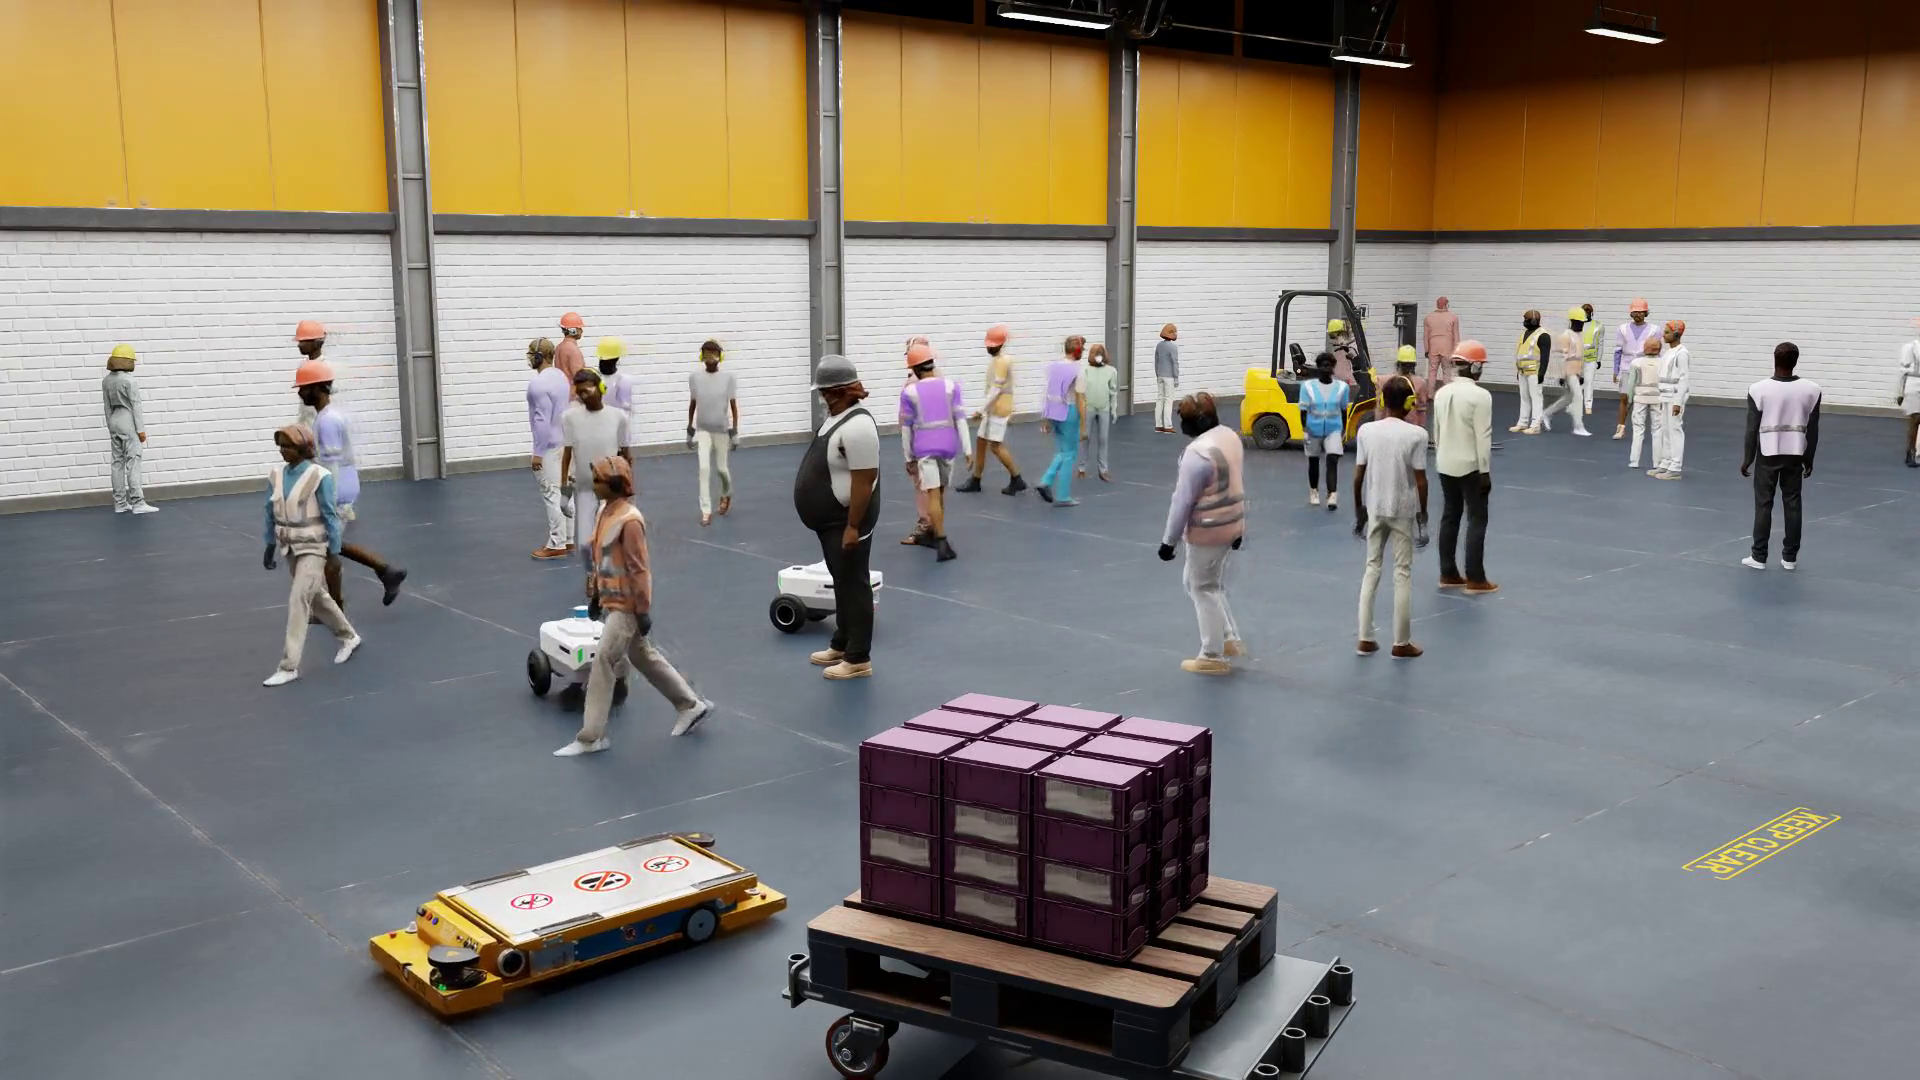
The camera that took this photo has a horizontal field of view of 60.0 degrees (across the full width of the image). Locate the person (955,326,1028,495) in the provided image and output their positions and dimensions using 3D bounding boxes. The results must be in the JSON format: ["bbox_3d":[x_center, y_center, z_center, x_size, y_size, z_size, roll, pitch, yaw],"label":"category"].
[{"bbox_3d":[0.374,-1.428,18.365,0.725,1.883,0.545,-2,10,-10],"label":"person"}]

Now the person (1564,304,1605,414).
[{"bbox_3d":[10.411,-3.019,27.792,0.626,1.847,0.429,4,10,21],"label":"person"}]

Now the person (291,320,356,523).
[{"bbox_3d":[-6.308,-1.113,16.152,0.831,2.012,0.625,-6,12,-33],"label":"person"}]

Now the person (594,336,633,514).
[{"bbox_3d":[-3.290,-0.912,15.287,0.540,1.900,0.623,-8,13,-39],"label":"person"}]

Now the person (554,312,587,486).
[{"bbox_3d":[-4.454,-1.621,19.160,0.378,1.996,0.611,-7,12,-35],"label":"person"}]

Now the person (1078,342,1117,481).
[{"bbox_3d":[1.597,-1.509,19.567,0.507,1.633,0.270,-1,10,-6],"label":"person"}]

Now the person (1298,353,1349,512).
[{"bbox_3d":[3.775,-1.127,17.276,0.530,1.635,0.905,1,10,7],"label":"person"}]

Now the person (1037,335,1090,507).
[{"bbox_3d":[1.118,-1.237,17.432,0.430,1.822,0.569,-5,11,-29],"label":"person"}]

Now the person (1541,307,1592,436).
[{"bbox_3d":[9.046,-2.514,24.712,0.591,1.885,0.915,-9,13,-42],"label":"person"}]

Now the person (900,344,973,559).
[{"bbox_3d":[-0.207,-0.784,14.676,0.620,1.865,0.960,-3,10,-15],"label":"person"}]

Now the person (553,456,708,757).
[{"bbox_3d":[-1.758,0.332,8.920,0.856,1.600,0.521,-5,11,-26],"label":"person"}]

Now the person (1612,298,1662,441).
[{"bbox_3d":[9.640,-2.424,23.721,0.611,2.042,0.394,6,11,30],"label":"person"}]

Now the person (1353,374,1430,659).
[{"bbox_3d":[2.838,-0.150,10.931,0.532,1.865,0.310,8,12,38],"label":"person"}]

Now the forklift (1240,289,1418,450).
[{"bbox_3d":[5.034,-2.339,22.783,2.313,2.155,1.214,3,10,16],"label":"forklift"}]

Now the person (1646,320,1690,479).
[{"bbox_3d":[8.428,-1.654,19.687,0.358,1.882,0.574,1,10,6],"label":"person"}]

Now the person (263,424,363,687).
[{"bbox_3d":[-4.114,0.058,10.493,0.530,1.599,0.847,5,11,27],"label":"person"}]

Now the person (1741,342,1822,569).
[{"bbox_3d":[6.902,-0.703,14.014,0.591,1.920,0.393,1,10,7],"label":"person"}]

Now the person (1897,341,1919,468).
[{"bbox_3d":[12.079,-1.846,20.786,0.549,1.896,0.842,0,10,2],"label":"person"}]

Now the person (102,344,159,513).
[{"bbox_3d":[-8.556,-1.139,17.104,0.485,1.736,0.309,4,11,24],"label":"person"}]

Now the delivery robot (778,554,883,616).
[{"bbox_3d":[-0.910,0.322,11.722,0.707,0.478,0.477,4,11,22],"label":"delivery robot"}]

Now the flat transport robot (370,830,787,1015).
[{"bbox_3d":[-1.439,1.423,6.385,1.431,0.197,0.652,-8,13,-40],"label":"flat transport robot"}]

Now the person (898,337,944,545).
[{"bbox_3d":[-0.366,-0.904,15.246,0.399,1.902,0.643,3,10,15],"label":"person"}]

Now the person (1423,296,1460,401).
[{"bbox_3d":[8.761,-3.475,30.267,0.643,1.912,0.410,5,11,28],"label":"person"}]

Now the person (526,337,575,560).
[{"bbox_3d":[-3.575,-0.795,14.490,0.366,1.938,0.630,1,10,7],"label":"person"}]

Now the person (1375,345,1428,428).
[{"bbox_3d":[4.629,-1.214,17.556,0.544,1.725,0.739,1,10,4],"label":"person"}]

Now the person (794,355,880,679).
[{"bbox_3d":[-0.773,-0.156,10.453,0.536,2.000,0.672,-2,10,-14],"label":"person"}]

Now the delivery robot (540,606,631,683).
[{"bbox_3d":[-2.232,0.636,9.887,0.477,0.478,0.707,-6,12,-32],"label":"delivery robot"}]

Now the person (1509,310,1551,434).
[{"bbox_3d":[8.490,-2.496,24.747,0.430,1.841,0.624,-3,10,-15],"label":"person"}]

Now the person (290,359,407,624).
[{"bbox_3d":[-4.423,-0.351,11.986,0.664,1.910,0.578,-4,10,-20],"label":"person"}]

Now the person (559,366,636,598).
[{"bbox_3d":[-2.678,-0.378,12.340,0.567,1.842,0.655,-1,10,-6],"label":"person"}]

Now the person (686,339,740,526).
[{"bbox_3d":[-2.457,-1.098,16.595,0.536,1.839,0.846,0,10,0],"label":"person"}]

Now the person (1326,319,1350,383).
[{"bbox_3d":[5.540,-2.316,23.992,0.566,1.743,0.538,4,10,22],"label":"person"}]

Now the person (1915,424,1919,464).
[{"bbox_3d":[9.289,-0.824,15.653,0.512,1.604,0.419,8,12,38],"label":"person"}]

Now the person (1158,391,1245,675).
[{"bbox_3d":[1.519,-0.030,10.409,0.490,1.813,0.666,5,11,25],"label":"person"}]

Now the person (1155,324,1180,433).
[{"bbox_3d":[3.098,-2.410,24.837,0.267,1.632,0.507,-5,11,-29],"label":"person"}]

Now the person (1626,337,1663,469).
[{"bbox_3d":[8.553,-1.692,20.645,0.534,1.629,0.336,5,11,26],"label":"person"}]

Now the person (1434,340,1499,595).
[{"bbox_3d":[3.965,-0.572,13.060,0.426,1.984,0.645,-4,11,-23],"label":"person"}]
